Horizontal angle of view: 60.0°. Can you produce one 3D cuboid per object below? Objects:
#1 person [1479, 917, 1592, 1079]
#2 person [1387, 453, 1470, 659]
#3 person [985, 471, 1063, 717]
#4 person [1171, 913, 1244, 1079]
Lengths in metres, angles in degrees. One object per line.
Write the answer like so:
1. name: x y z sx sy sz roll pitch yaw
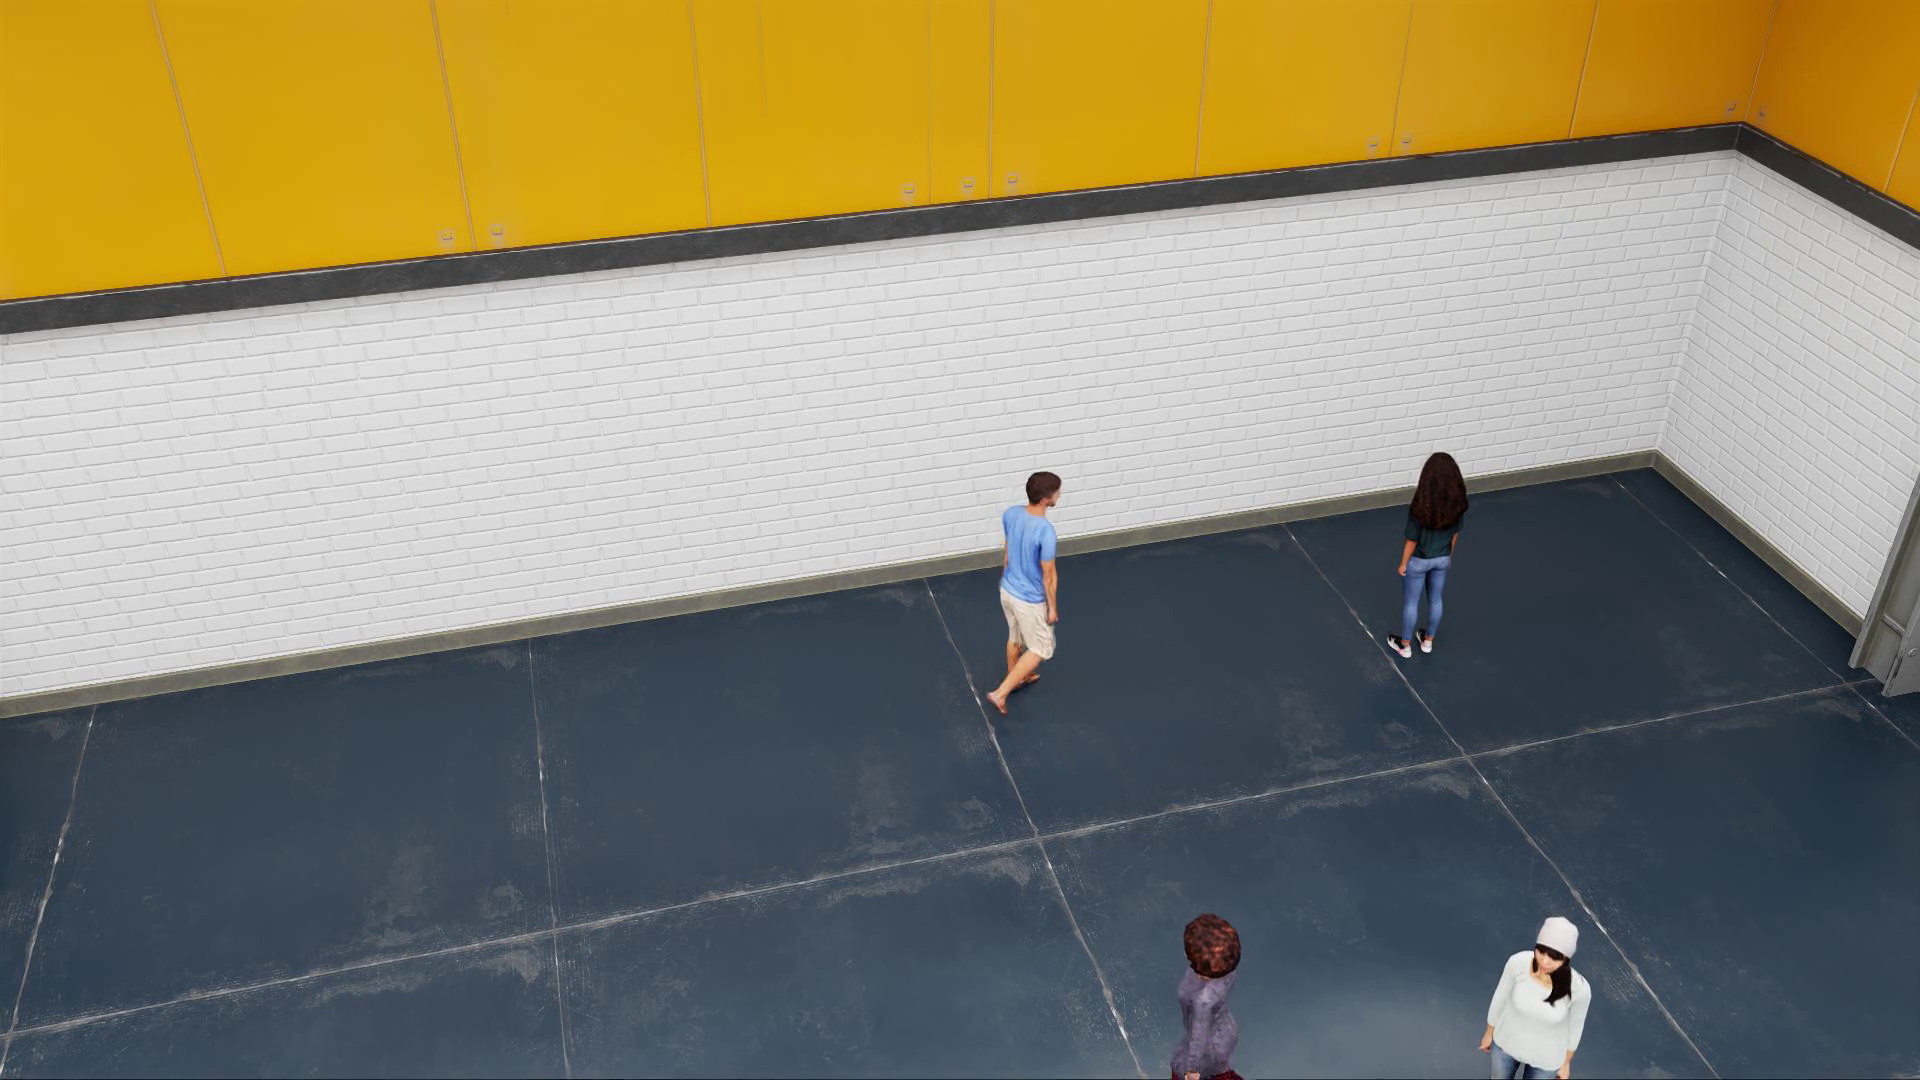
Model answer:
1. person: 2.778 2.463 8.121 0.632 1.644 0.698 19 38 26
2. person: 3.288 0.116 11.682 0.600 1.612 0.590 -6 34 -9
3. person: 0.401 0.394 11.056 0.983 1.843 0.977 -27 42 -35
4. person: 1.283 2.468 8.073 1.048 1.690 0.985 19 38 26
